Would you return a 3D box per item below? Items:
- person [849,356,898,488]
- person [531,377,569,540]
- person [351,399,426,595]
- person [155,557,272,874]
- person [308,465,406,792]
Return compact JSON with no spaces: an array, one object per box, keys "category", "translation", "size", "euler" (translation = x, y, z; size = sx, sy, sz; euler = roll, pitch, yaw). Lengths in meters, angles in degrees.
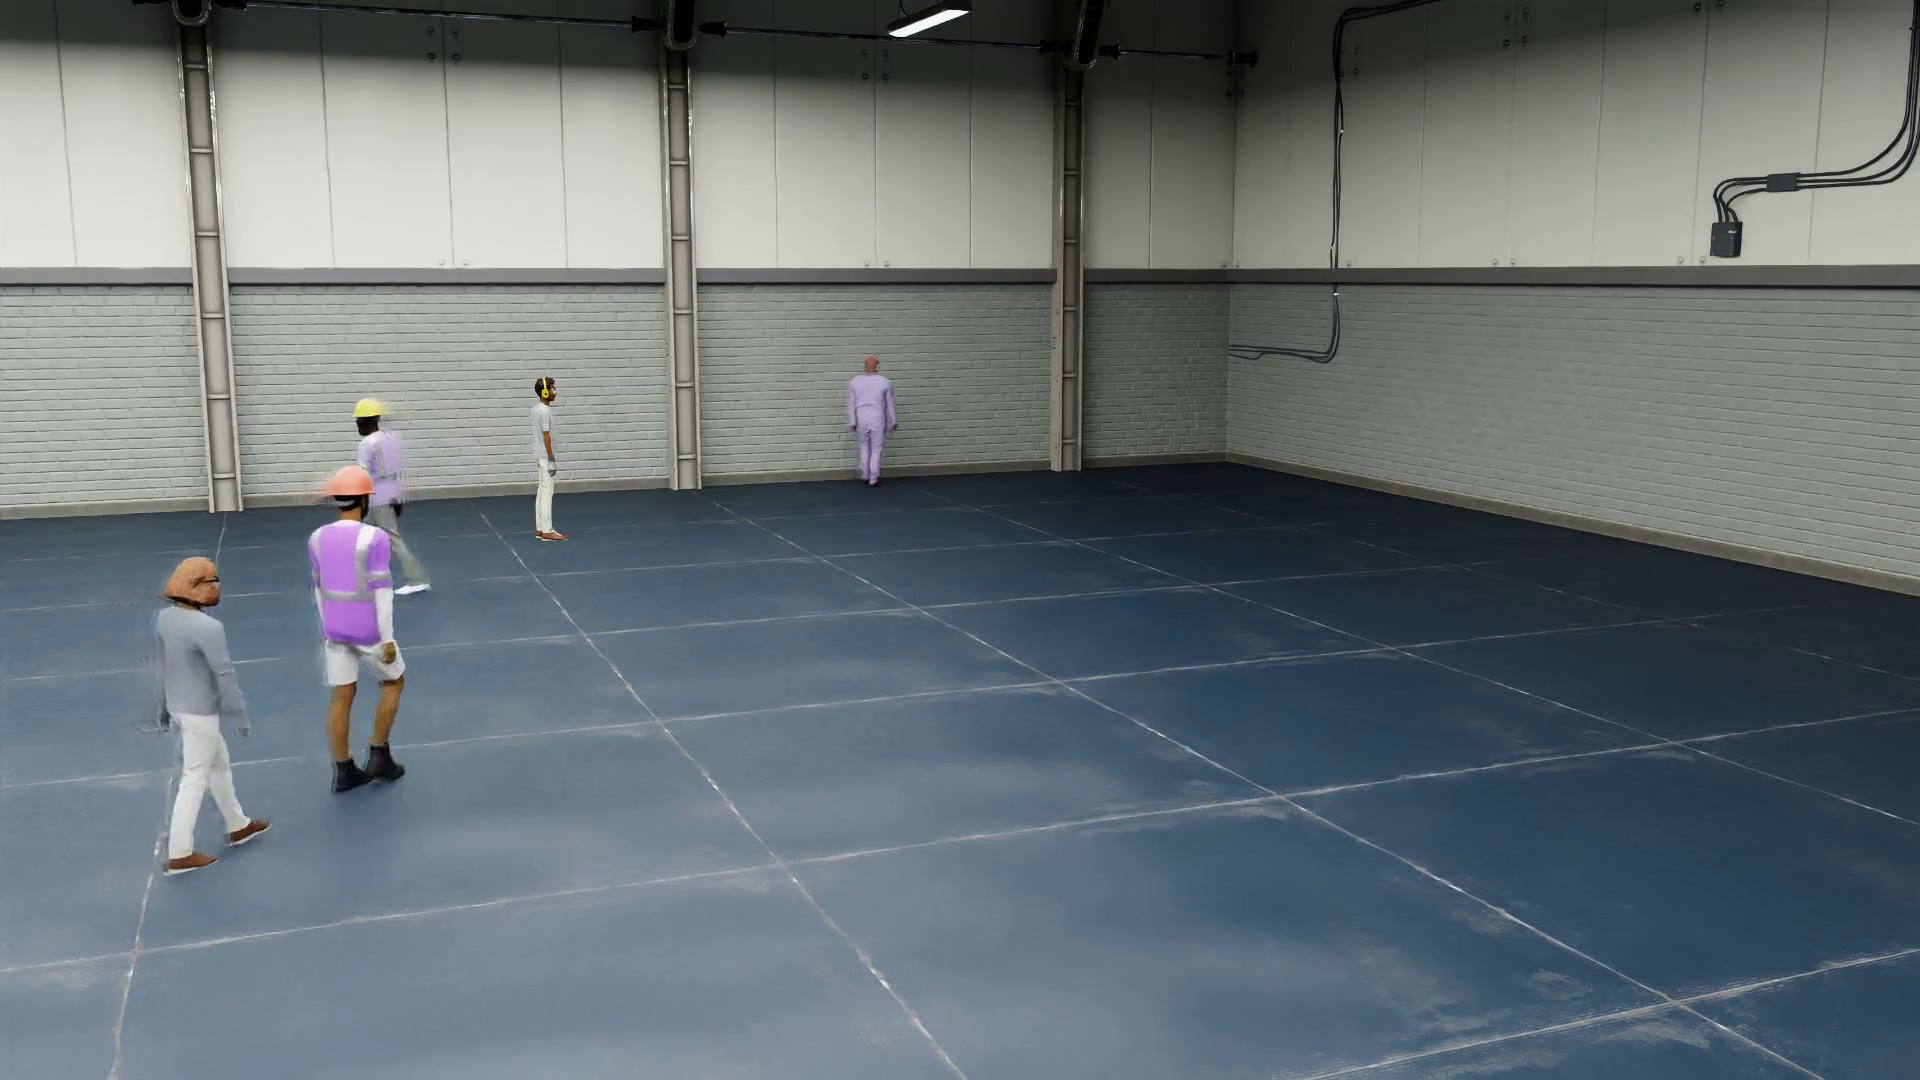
[{"category":"person","translation":[-1.212,-1.712,23.971],"size":[0.655,1.883,0.770],"euler":[3,9,17]},{"category":"person","translation":[-4.735,-0.928,19.092],"size":[0.329,1.868,0.515],"euler":[-5,10,-27]},{"category":"person","translation":[-5.540,-0.401,15.751],"size":[0.986,1.873,0.606],"euler":[0,9,2]},{"category":"person","translation":[-3.834,0.872,8.611],"size":[0.518,1.600,0.756],"euler":[7,11,36]},{"category":"person","translation":[-3.555,0.517,9.859],"size":[0.569,1.912,0.581],"euler":[3,9,17]}]
